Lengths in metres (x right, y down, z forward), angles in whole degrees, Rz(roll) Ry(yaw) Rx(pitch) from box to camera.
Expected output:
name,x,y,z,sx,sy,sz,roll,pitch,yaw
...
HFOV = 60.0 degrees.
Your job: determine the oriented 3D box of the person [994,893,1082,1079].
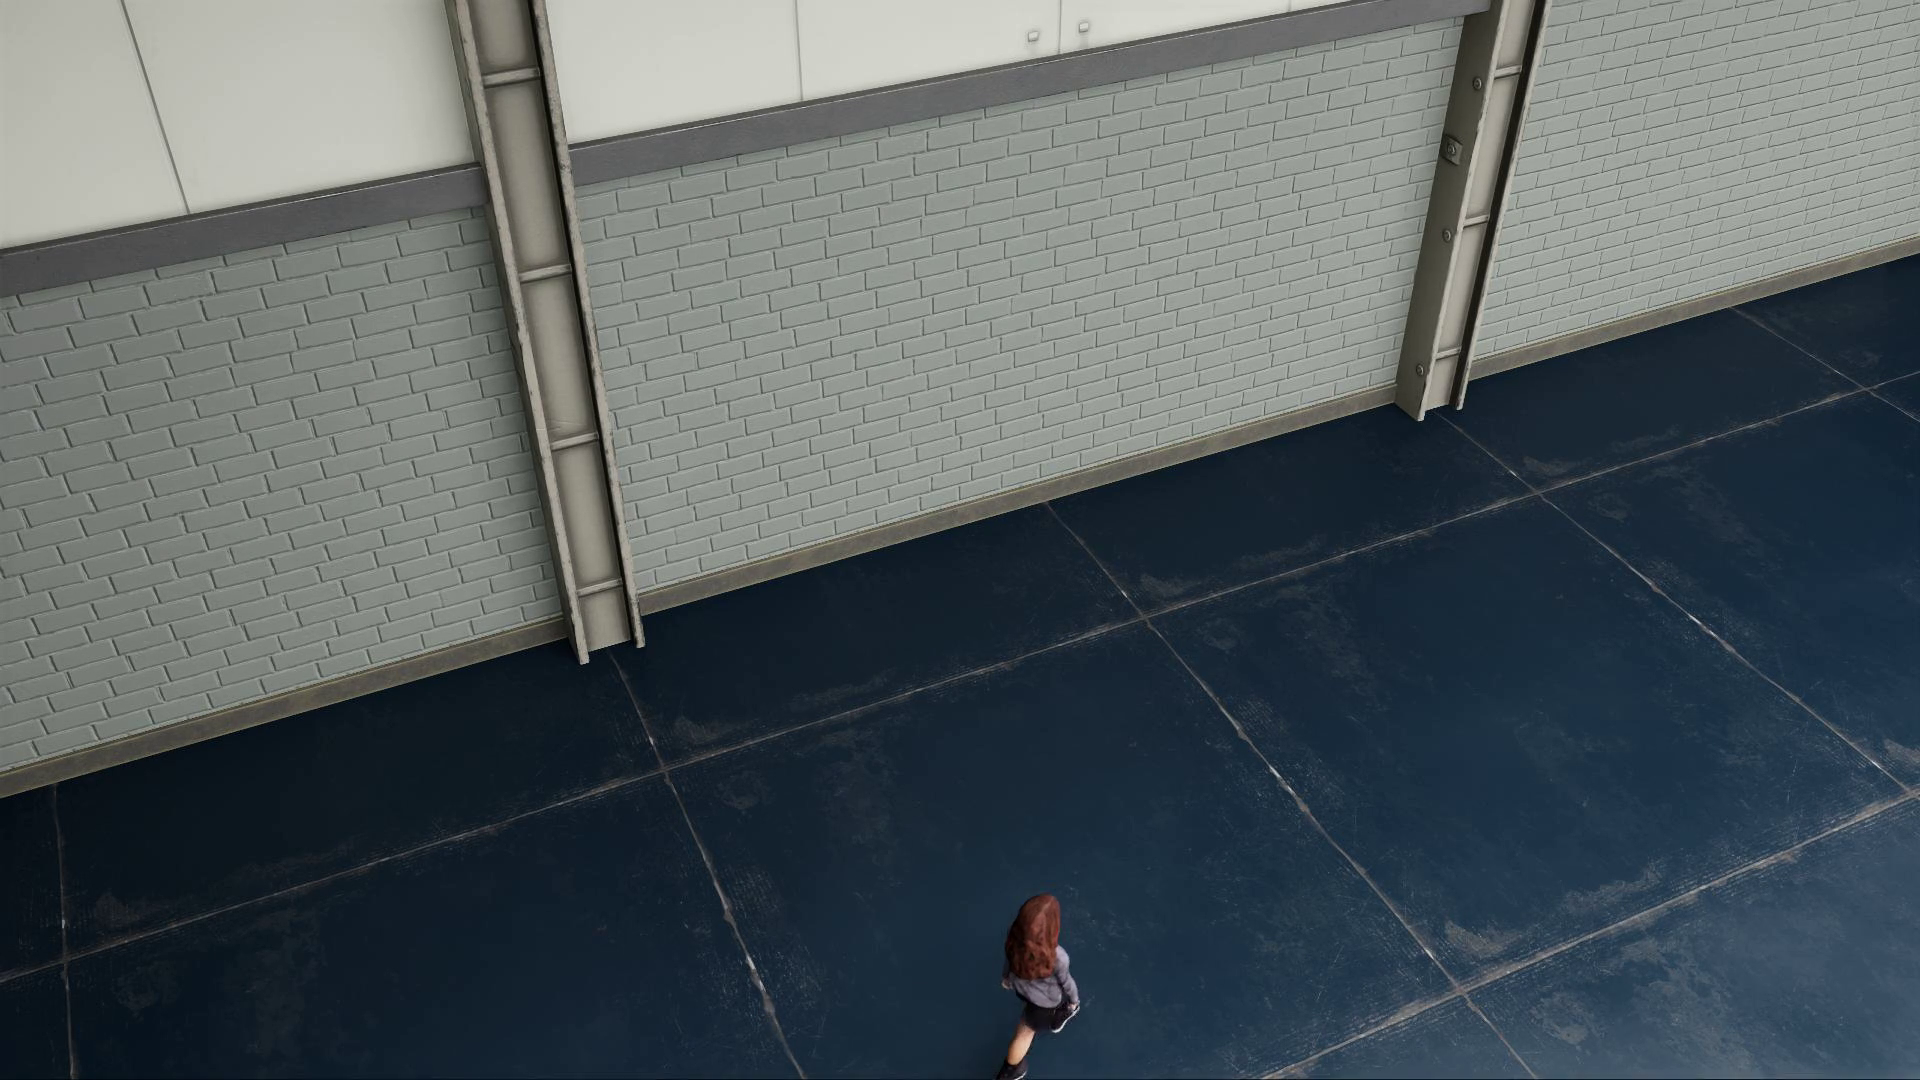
name,x,y,z,sx,sy,sz,roll,pitch,yaw
person,0.296,1.969,7.233,0.851,1.076,0.654,-31,48,-34
